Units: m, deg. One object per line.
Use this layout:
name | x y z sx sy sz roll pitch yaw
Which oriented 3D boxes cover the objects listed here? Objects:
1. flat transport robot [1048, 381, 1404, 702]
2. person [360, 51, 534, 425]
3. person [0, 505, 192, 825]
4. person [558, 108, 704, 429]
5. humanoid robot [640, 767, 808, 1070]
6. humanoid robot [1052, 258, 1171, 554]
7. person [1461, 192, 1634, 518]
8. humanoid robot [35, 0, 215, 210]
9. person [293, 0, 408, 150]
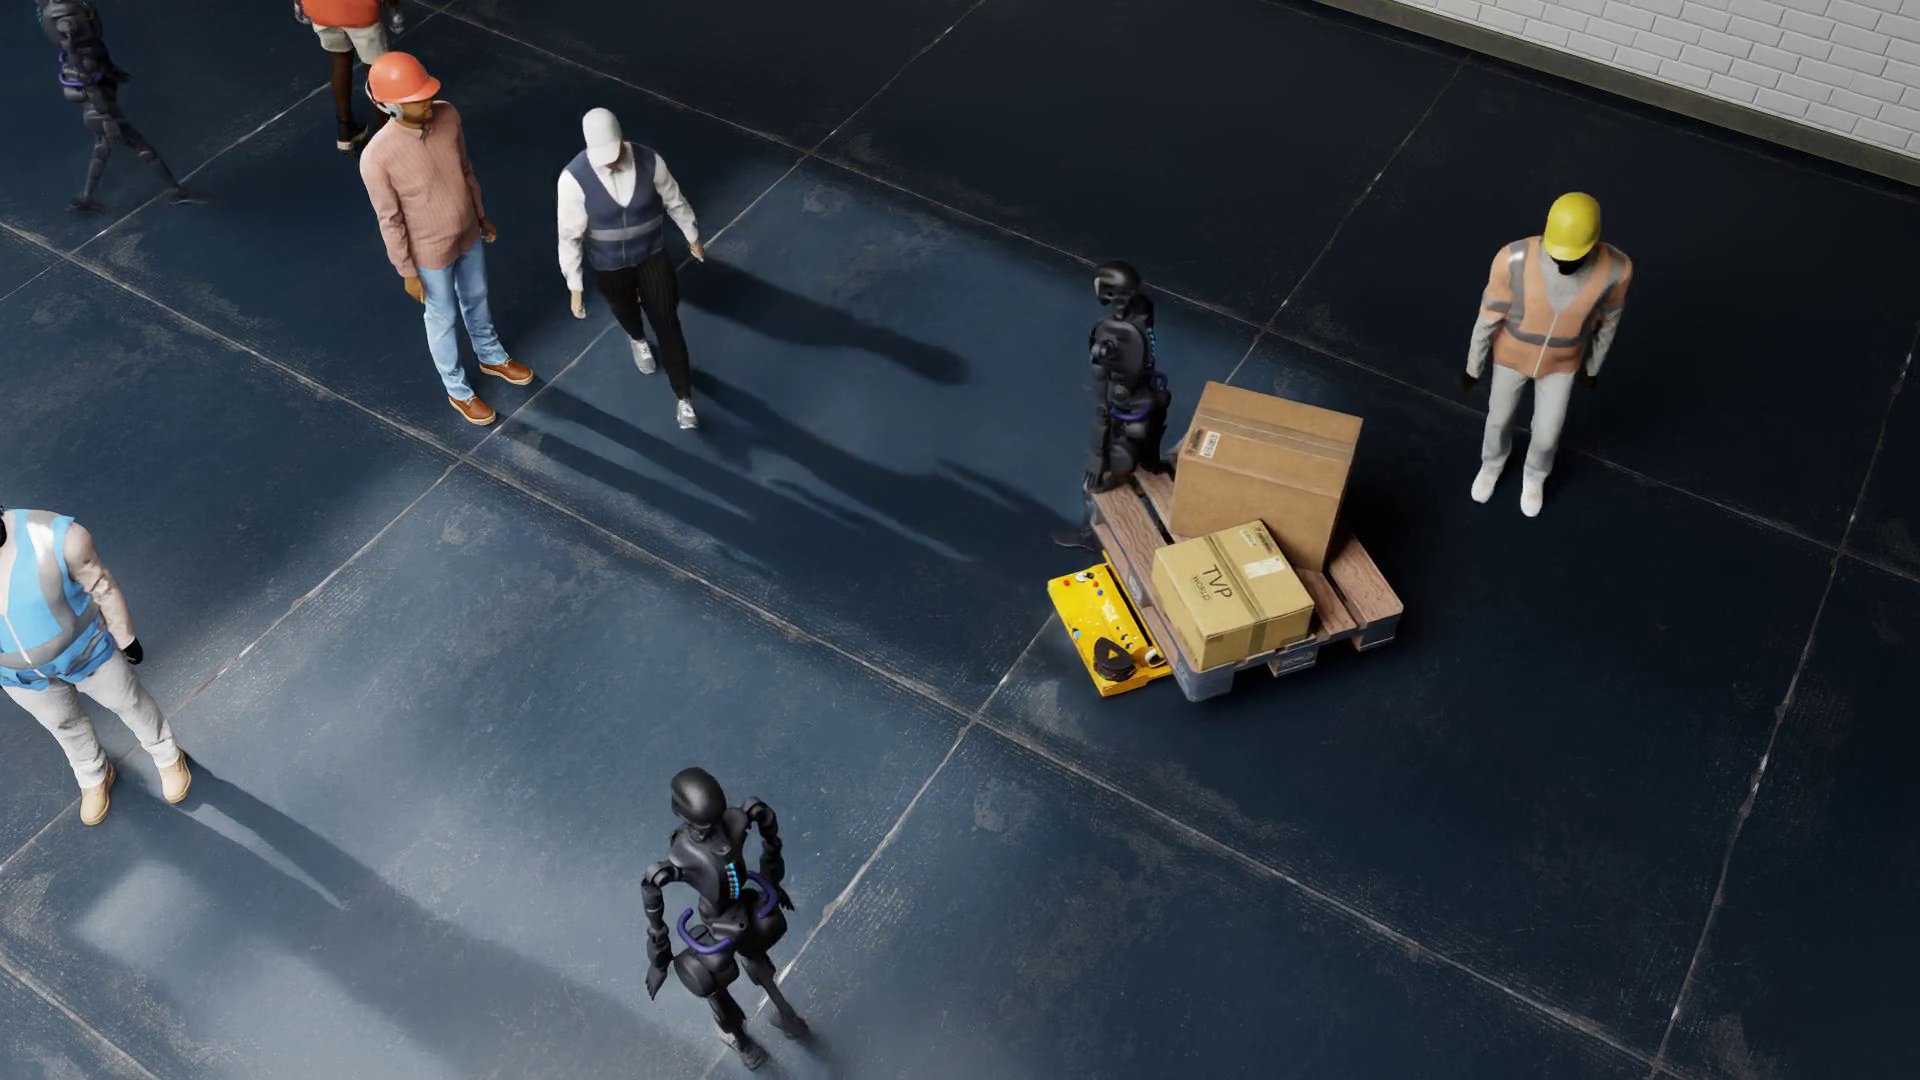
flat transport robot | 1.186 0.230 7.615 1.431 0.231 0.659 -15 51 -13
person | -2.458 -1.429 7.919 0.373 1.996 0.618 21 52 18
person | -3.484 0.437 6.388 0.632 1.844 0.429 -14 50 -12
person | -1.561 -1.322 8.017 0.695 1.703 0.931 -15 50 -12
humanoid robot | -0.795 1.360 5.691 0.591 1.649 0.398 -36 58 -27
humanoid robot | 0.747 -0.526 7.356 0.565 1.619 0.608 22 52 18
person | 2.575 -0.816 7.454 0.607 1.891 0.535 12 50 10
humanoid robot | -4.751 -2.452 9.071 0.787 1.640 0.593 -14 50 -12
person | -3.439 -2.996 9.339 0.651 1.943 0.406 7 49 6
